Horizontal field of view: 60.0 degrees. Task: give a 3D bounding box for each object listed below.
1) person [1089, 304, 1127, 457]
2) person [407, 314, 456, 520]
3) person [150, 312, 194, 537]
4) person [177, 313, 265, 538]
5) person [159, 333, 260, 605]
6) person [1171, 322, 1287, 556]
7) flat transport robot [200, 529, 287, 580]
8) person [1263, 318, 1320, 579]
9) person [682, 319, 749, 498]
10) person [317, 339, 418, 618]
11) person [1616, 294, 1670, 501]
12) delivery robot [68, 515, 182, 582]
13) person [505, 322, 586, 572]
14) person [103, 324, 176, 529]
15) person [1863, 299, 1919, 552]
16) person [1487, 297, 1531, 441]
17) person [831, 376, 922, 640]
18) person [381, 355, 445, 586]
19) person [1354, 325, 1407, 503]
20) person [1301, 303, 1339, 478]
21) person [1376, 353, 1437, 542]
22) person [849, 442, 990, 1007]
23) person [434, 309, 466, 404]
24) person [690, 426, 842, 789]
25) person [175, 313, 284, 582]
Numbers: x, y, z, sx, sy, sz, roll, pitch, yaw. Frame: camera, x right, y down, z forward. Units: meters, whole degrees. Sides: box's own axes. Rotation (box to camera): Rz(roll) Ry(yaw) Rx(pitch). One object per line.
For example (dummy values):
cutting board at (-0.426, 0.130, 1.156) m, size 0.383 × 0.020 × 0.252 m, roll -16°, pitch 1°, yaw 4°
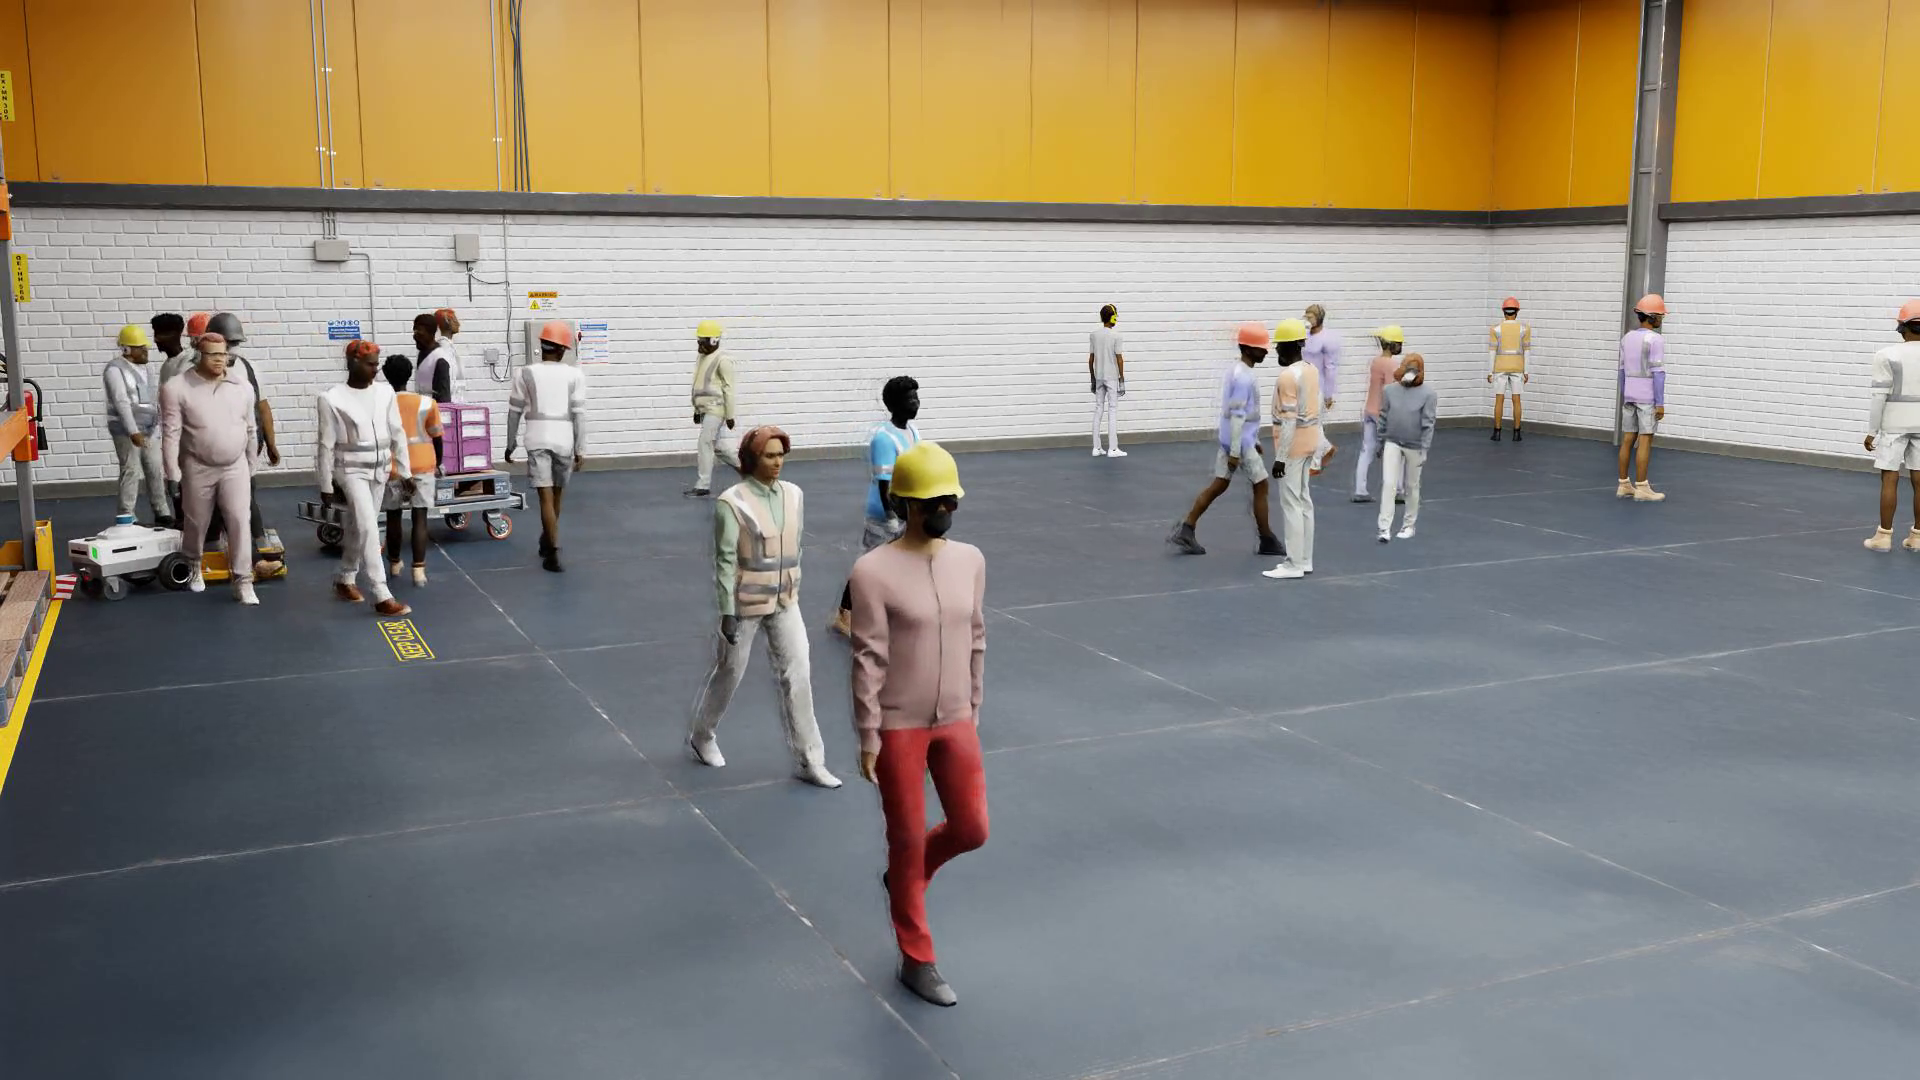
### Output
person at (1.816, -1.952, 20.428) m, size 0.514 × 1.872 × 0.328 m, roll 7°, pitch 12°, yaw 39°
person at (-4.765, -1.129, 15.243) m, size 0.645 × 1.894 × 0.621 m, roll -6°, pitch 11°, yaw -32°
person at (-6.357, -0.920, 13.782) m, size 0.708 × 1.945 × 0.615 m, roll -8°, pitch 12°, yaw -41°
person at (-5.715, -0.771, 12.852) m, size 0.934 × 1.959 × 0.616 m, roll 8°, pitch 12°, yaw 40°
person at (-5.198, -0.509, 11.540) m, size 0.645 × 1.859 × 0.992 m, roll -7°, pitch 12°, yaw -39°
person at (2.169, -0.793, 13.208) m, size 0.981 × 1.888 × 0.544 m, roll 0°, pitch 9°, yaw 1°
flat transport robot at (-5.540, 0.092, 12.687) m, size 0.652 × 0.197 × 1.431 m, roll -4°, pitch 10°, yaw -25°
person at (2.444, -0.671, 12.308) m, size 0.387 × 1.922 × 0.594 m, roll 5°, pitch 11°, yaw 30°
person at (-2.438, -1.335, 16.814) m, size 0.793 × 1.805 × 0.590 m, roll -5°, pitch 11°, yaw -30°
person at (-4.007, -0.428, 11.136) m, size 0.978 × 1.837 × 0.560 m, roll 6°, pitch 11°, yaw 32°
person at (6.790, -1.406, 16.500) m, size 0.377 × 2.044 × 0.608 m, roll -2°, pitch 9°, yaw -14°
delivery robot at (-5.853, 0.067, 11.678) m, size 0.477 × 0.478 × 0.707 m, roll 5°, pitch 11°, yaw 30°
person at (-3.194, -0.735, 12.847) m, size 0.598 × 1.868 × 0.977 m, roll -3°, pitch 10°, yaw -20°
person at (-7.192, -0.976, 14.548) m, size 0.426 × 1.816 × 0.598 m, roll 1°, pitch 9°, yaw 8°
person at (7.635, -0.912, 13.439) m, size 0.611 × 2.043 × 0.374 m, roll 1°, pitch 9°, yaw 4°
person at (7.352, -2.283, 22.301) m, size 0.543 × 1.928 × 0.373 m, roll 2°, pitch 9°, yaw 13°
person at (-0.412, -0.175, 10.090) m, size 0.880 × 1.648 × 0.542 m, roll 4°, pitch 10°, yaw 26°
person at (-4.037, -0.518, 12.139) m, size 0.551 × 1.664 × 0.685 m, roll -2°, pitch 9°, yaw -14°
person at (4.200, -1.215, 16.262) m, size 0.703 × 1.743 × 0.543 m, roll -2°, pitch 9°, yaw -13°
person at (3.952, -1.645, 18.359) m, size 0.517 × 1.922 × 0.644 m, roll -4°, pitch 10°, yaw -22°
person at (3.705, -0.766, 13.899) m, size 0.522 × 1.587 × 0.777 m, roll 5°, pitch 11°, yaw 30°
person at (-0.144, 0.558, 5.221) m, size 0.530 × 1.754 × 0.457 m, roll -6°, pitch 11°, yaw -34°
person at (-5.327, -1.468, 17.381) m, size 0.356 × 1.884 × 0.574 m, roll -4°, pitch 10°, yaw -24°
person at (-0.919, 0.279, 7.428) m, size 0.854 × 1.599 × 0.535 m, roll 8°, pitch 12°, yaw 42°
person at (-5.402, -0.723, 12.268) m, size 1.097 × 2.000 × 0.682 m, roll 4°, pitch 10°, yaw 24°
